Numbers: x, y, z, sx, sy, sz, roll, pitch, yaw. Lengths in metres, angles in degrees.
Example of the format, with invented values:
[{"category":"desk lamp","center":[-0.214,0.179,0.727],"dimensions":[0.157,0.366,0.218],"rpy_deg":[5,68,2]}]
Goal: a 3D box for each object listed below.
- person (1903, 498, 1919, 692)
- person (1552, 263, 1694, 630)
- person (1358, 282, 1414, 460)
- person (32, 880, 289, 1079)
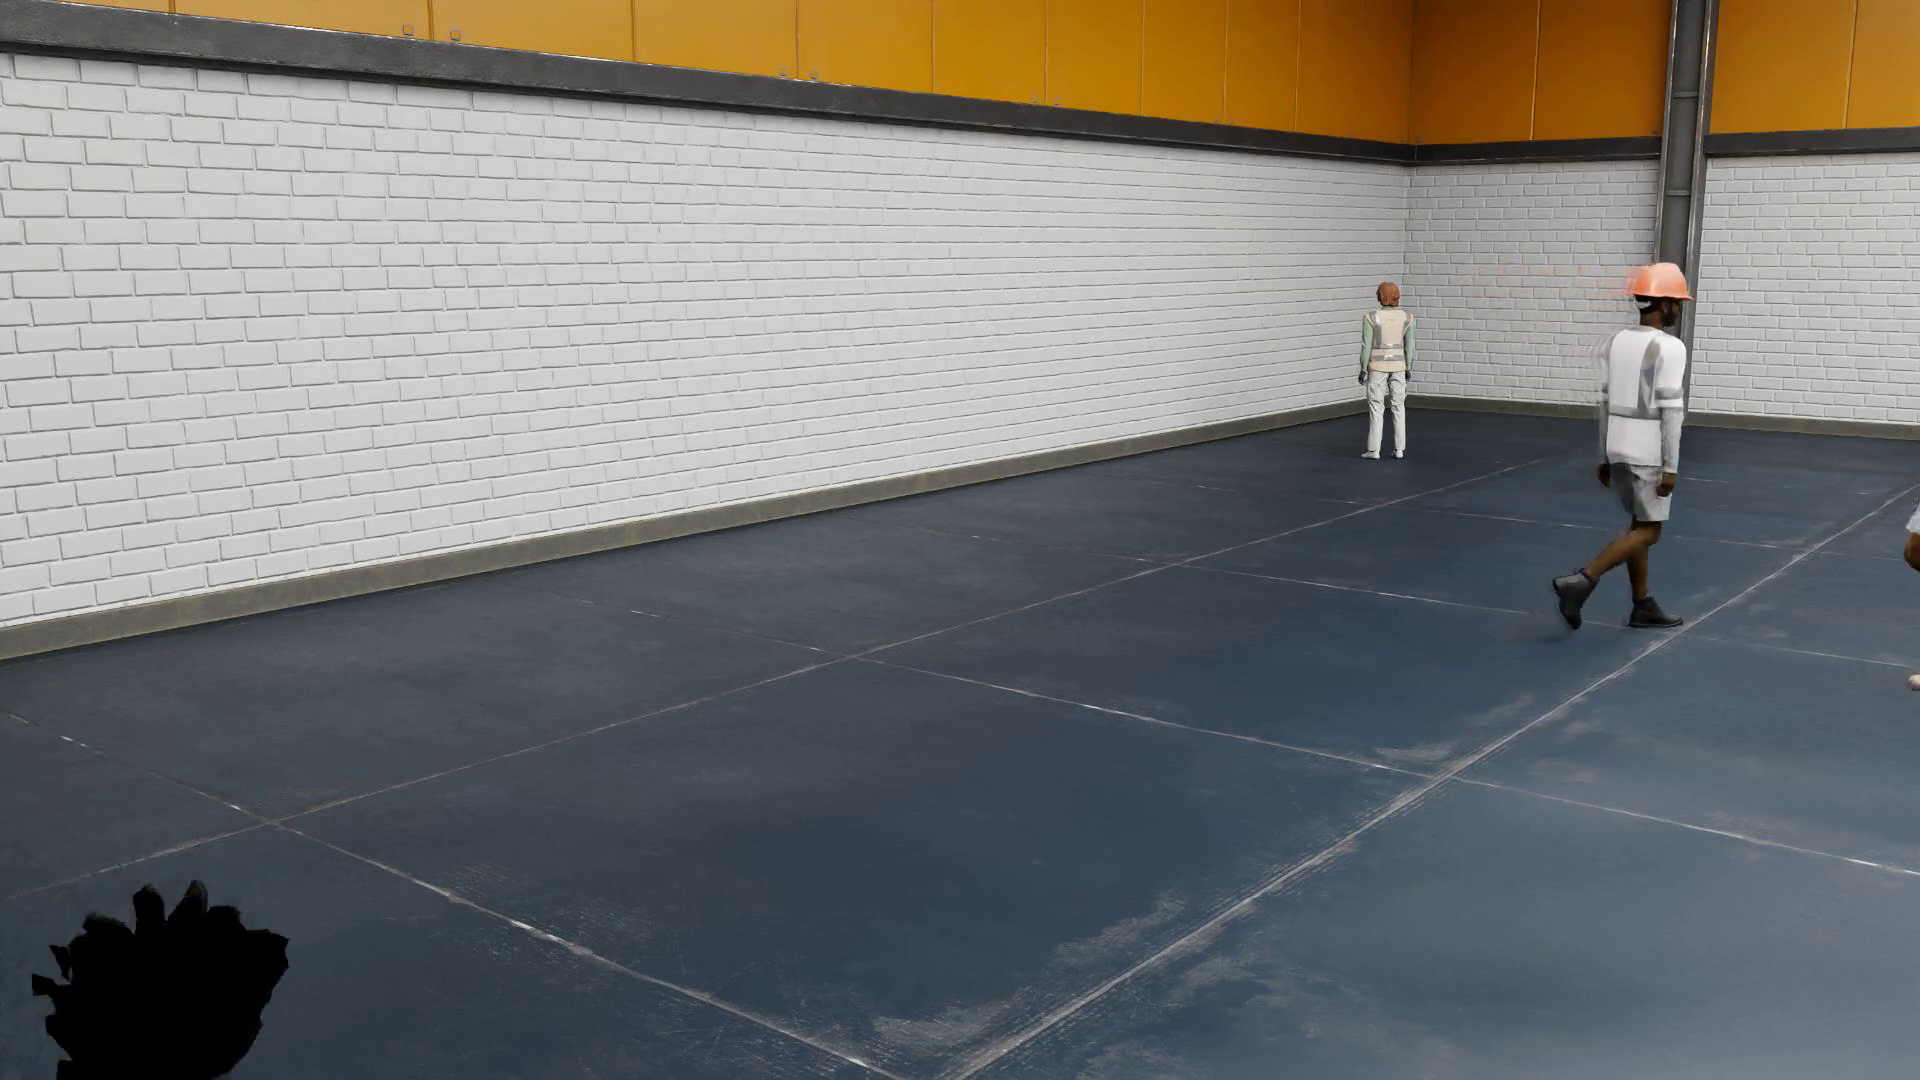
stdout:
[{"category":"person","center":[4.452,-0.299,7.332],"dimensions":[0.447,2.024,0.603],"rpy_deg":[0,10,-2]},{"category":"person","center":[3.412,-0.448,8.486],"dimensions":[0.788,1.916,0.551],"rpy_deg":[-3,11,-15]},{"category":"person","center":[3.927,-1.551,15.339],"dimensions":[0.522,1.638,0.311],"rpy_deg":[-2,10,-10]},{"category":"person","center":[-0.459,0.997,1.061],"dimensions":[0.390,1.685,0.557],"rpy_deg":[9,13,39]}]
